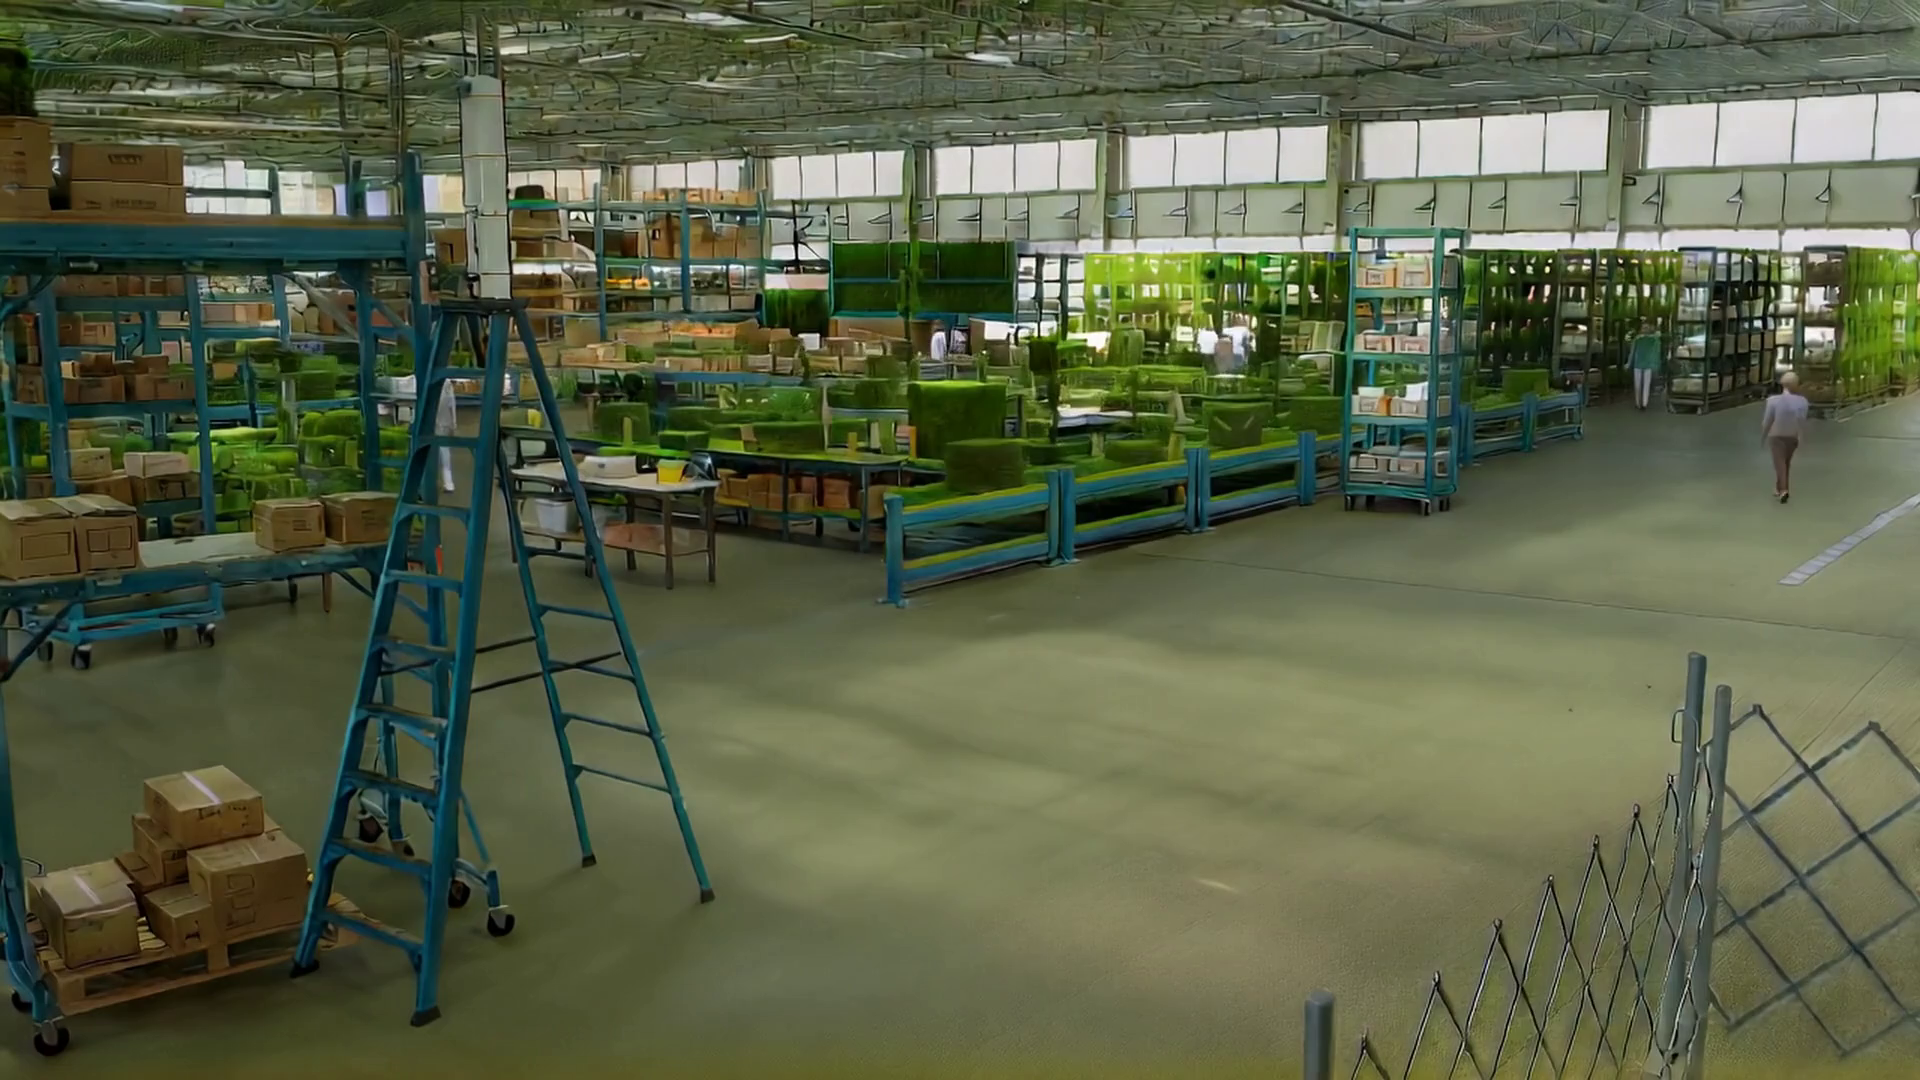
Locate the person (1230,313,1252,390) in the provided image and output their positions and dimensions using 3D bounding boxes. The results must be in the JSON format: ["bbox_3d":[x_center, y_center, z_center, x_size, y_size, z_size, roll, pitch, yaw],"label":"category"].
[{"bbox_3d":[7.313,-4.907,43.407,0.608,2.009,0.992,6,11,34],"label":"person"}]

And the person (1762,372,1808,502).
[{"bbox_3d":[11.056,-1.383,22.261,0.530,1.731,0.882,1,9,9],"label":"person"}]

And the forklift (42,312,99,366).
[{"bbox_3d":[-23.779,-5.451,44.052,1.873,2.768,1.129,7,11,36],"label":"forklift"}]

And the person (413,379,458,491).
[{"bbox_3d":[-7.293,-1.613,23.173,0.608,1.891,0.913,-4,10,-25],"label":"person"}]

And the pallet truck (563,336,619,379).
[{"bbox_3d":[-10.690,-5.294,48.215,1.601,1.201,0.680,-5,10,-26],"label":"pallet truck"}]

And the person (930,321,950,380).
[{"bbox_3d":[-0.527,-4.860,43.785,0.932,1.793,0.604,3,10,21],"label":"person"}]

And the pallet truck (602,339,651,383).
[{"bbox_3d":[-8.991,-4.871,45.351,0.653,1.274,1.630,7,11,37],"label":"pallet truck"}]

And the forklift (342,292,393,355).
[{"bbox_3d":[-16.485,-5.622,45.120,1.129,2.768,1.873,7,11,37],"label":"forklift"}]

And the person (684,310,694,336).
[{"bbox_3d":[-8.606,-6.403,53.123,0.886,1.869,0.663,-7,11,-37],"label":"person"}]

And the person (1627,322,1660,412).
[{"bbox_3d":[15.020,-3.800,36.612,0.632,1.960,0.860,6,11,34],"label":"person"}]

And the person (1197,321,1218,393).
[{"bbox_3d":[6.219,-4.583,41.877,0.563,1.837,0.388,-1,9,-9],"label":"person"}]
